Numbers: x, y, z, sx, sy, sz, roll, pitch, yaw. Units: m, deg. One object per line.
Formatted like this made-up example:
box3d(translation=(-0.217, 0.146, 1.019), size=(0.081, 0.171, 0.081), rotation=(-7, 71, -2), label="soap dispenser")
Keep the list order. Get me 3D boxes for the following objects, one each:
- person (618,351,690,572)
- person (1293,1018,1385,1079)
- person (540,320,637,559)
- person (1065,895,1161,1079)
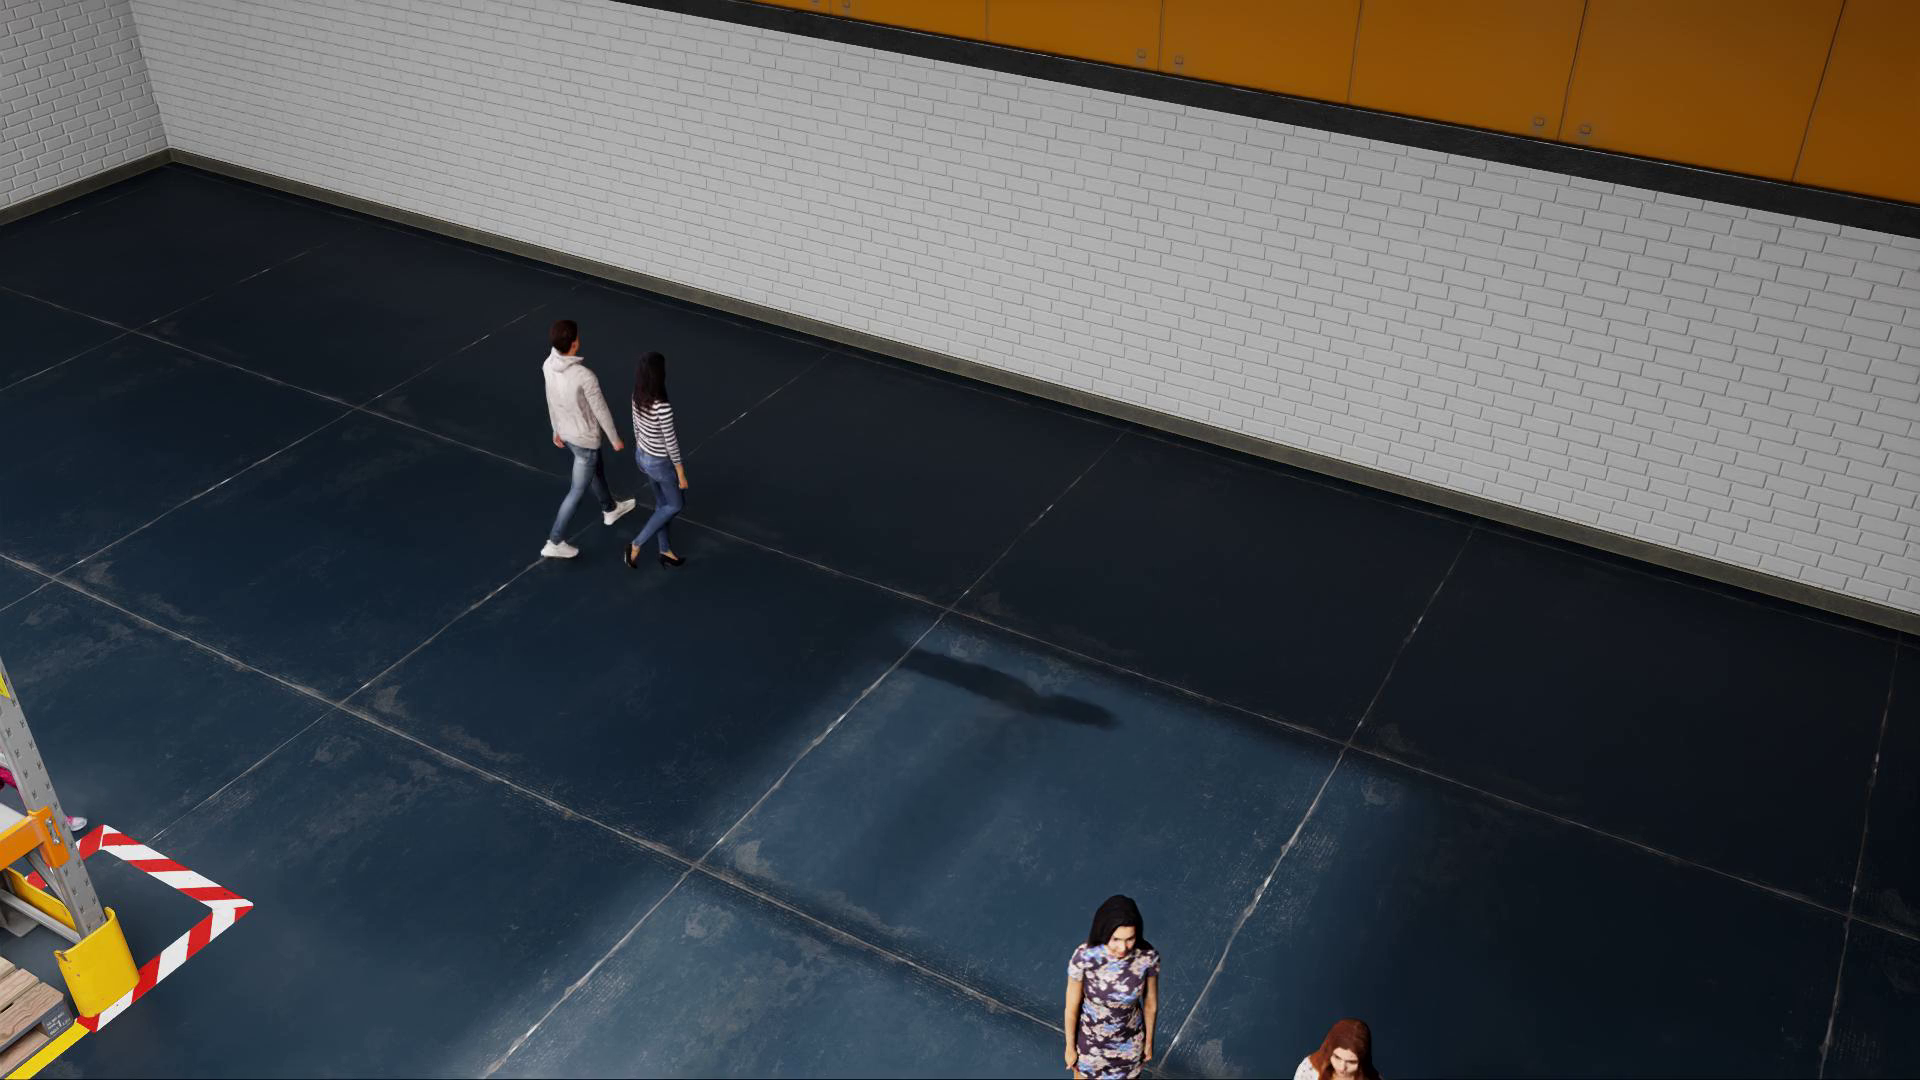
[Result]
box3d(translation=(-2.223, -0.478, 11.932), size=(0.888, 1.770, 0.758), rotation=(-28, 43, -36), label="person")
box3d(translation=(1.639, 2.631, 7.307), size=(0.599, 1.712, 0.772), rotation=(21, 39, 28), label="person")
box3d(translation=(-2.859, -0.706, 12.238), size=(0.822, 1.812, 1.289), rotation=(25, 41, 33), label="person")
box3d(translation=(0.698, 2.307, 7.777), size=(0.651, 1.732, 0.682), rotation=(-4, 34, -6), label="person")
